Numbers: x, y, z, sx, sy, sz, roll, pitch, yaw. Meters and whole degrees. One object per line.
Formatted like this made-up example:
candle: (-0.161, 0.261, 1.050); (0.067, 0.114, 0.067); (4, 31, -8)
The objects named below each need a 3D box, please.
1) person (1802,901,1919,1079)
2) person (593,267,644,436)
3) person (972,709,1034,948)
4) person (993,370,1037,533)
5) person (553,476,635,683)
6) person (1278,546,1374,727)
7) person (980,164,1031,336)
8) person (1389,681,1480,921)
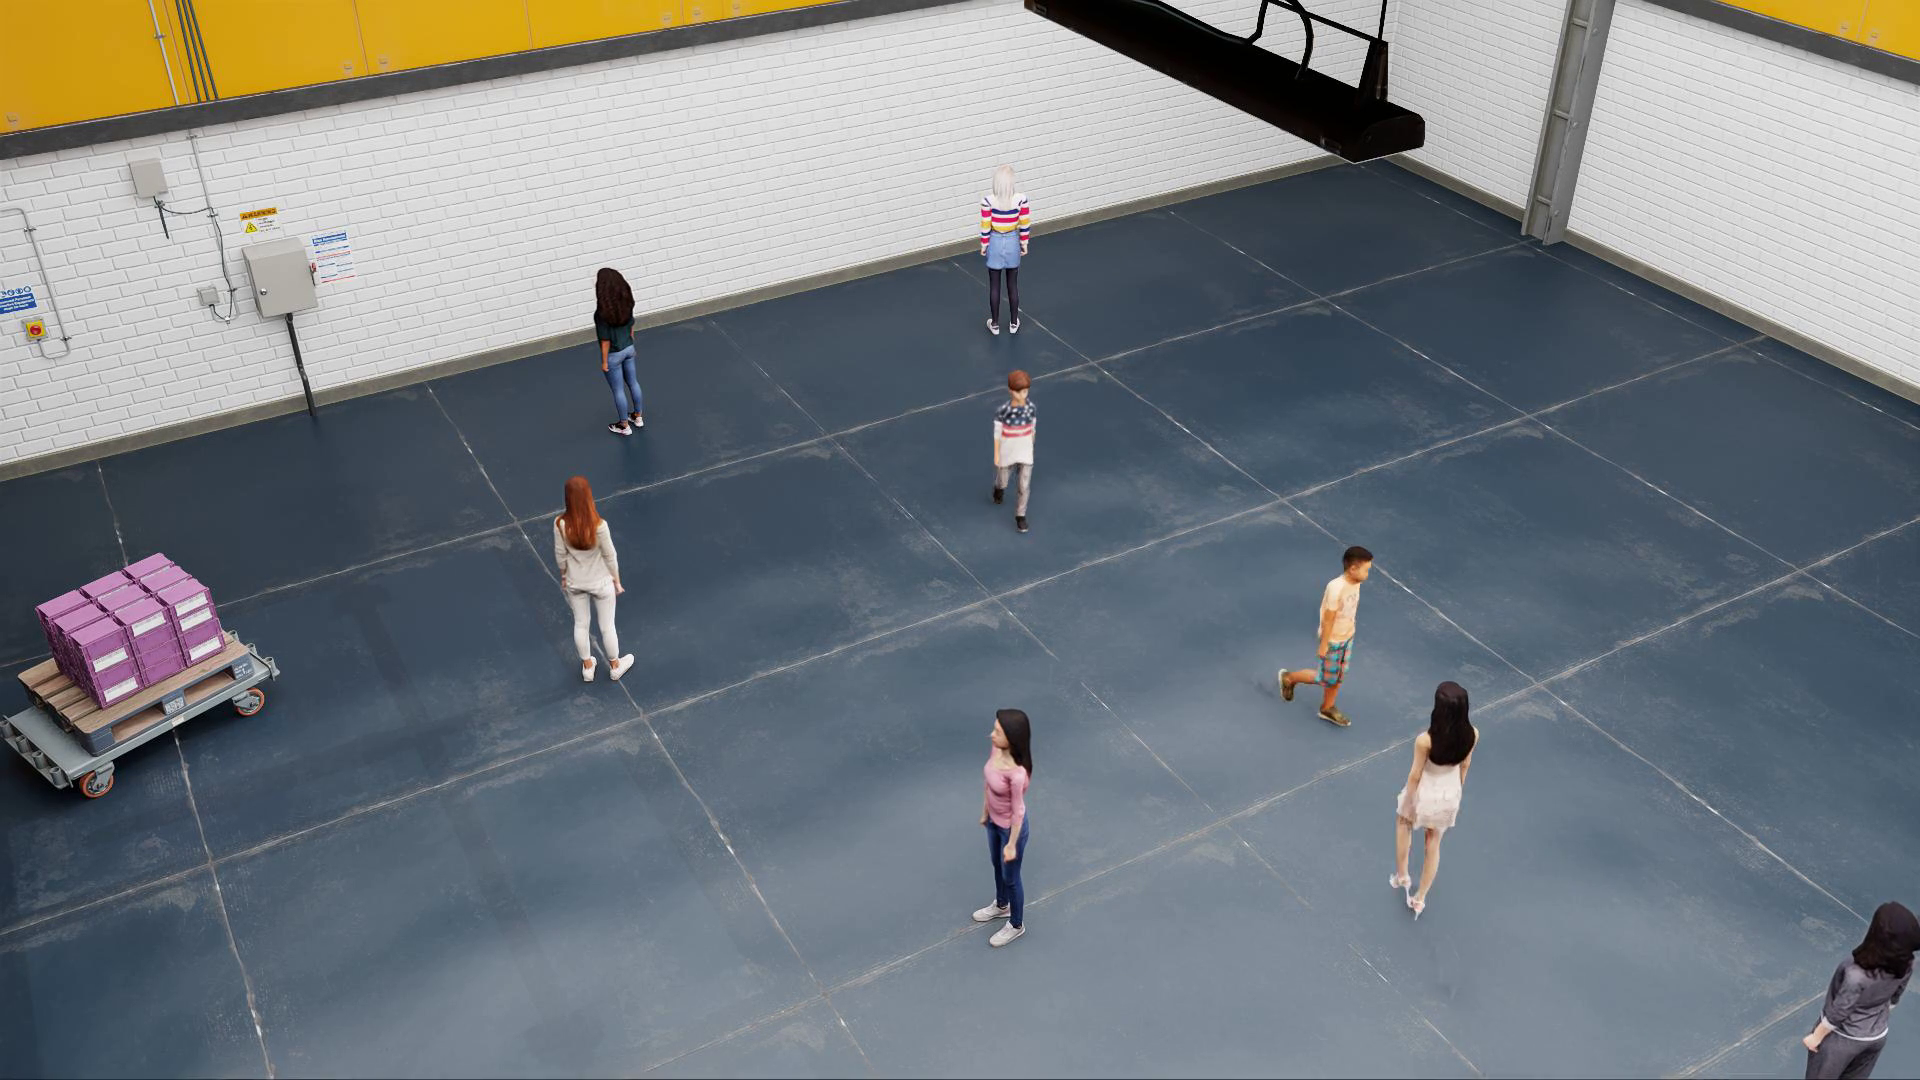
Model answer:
person: (4.638, 2.563, 8.647); (0.645, 1.765, 0.593); (-9, 35, -13)
person: (-3.139, -1.736, 15.250); (0.716, 1.616, 0.693); (22, 39, 29)
person: (0.277, 1.701, 9.964); (0.652, 1.743, 0.493); (-12, 36, -18)
person: (0.445, -0.791, 13.996); (0.671, 1.429, 0.865); (-7, 34, -11)
person: (-2.700, 0.296, 12.106); (0.698, 1.711, 0.727); (3, 34, 5)
person: (2.603, 0.662, 11.798); (0.713, 1.443, 0.870); (-27, 42, -35)
person: (0.443, -2.965, 16.924); (0.718, 1.809, 0.668); (-3, 34, -5)
person: (2.901, 1.640, 10.076); (0.697, 1.720, 0.733); (-3, 34, -5)
